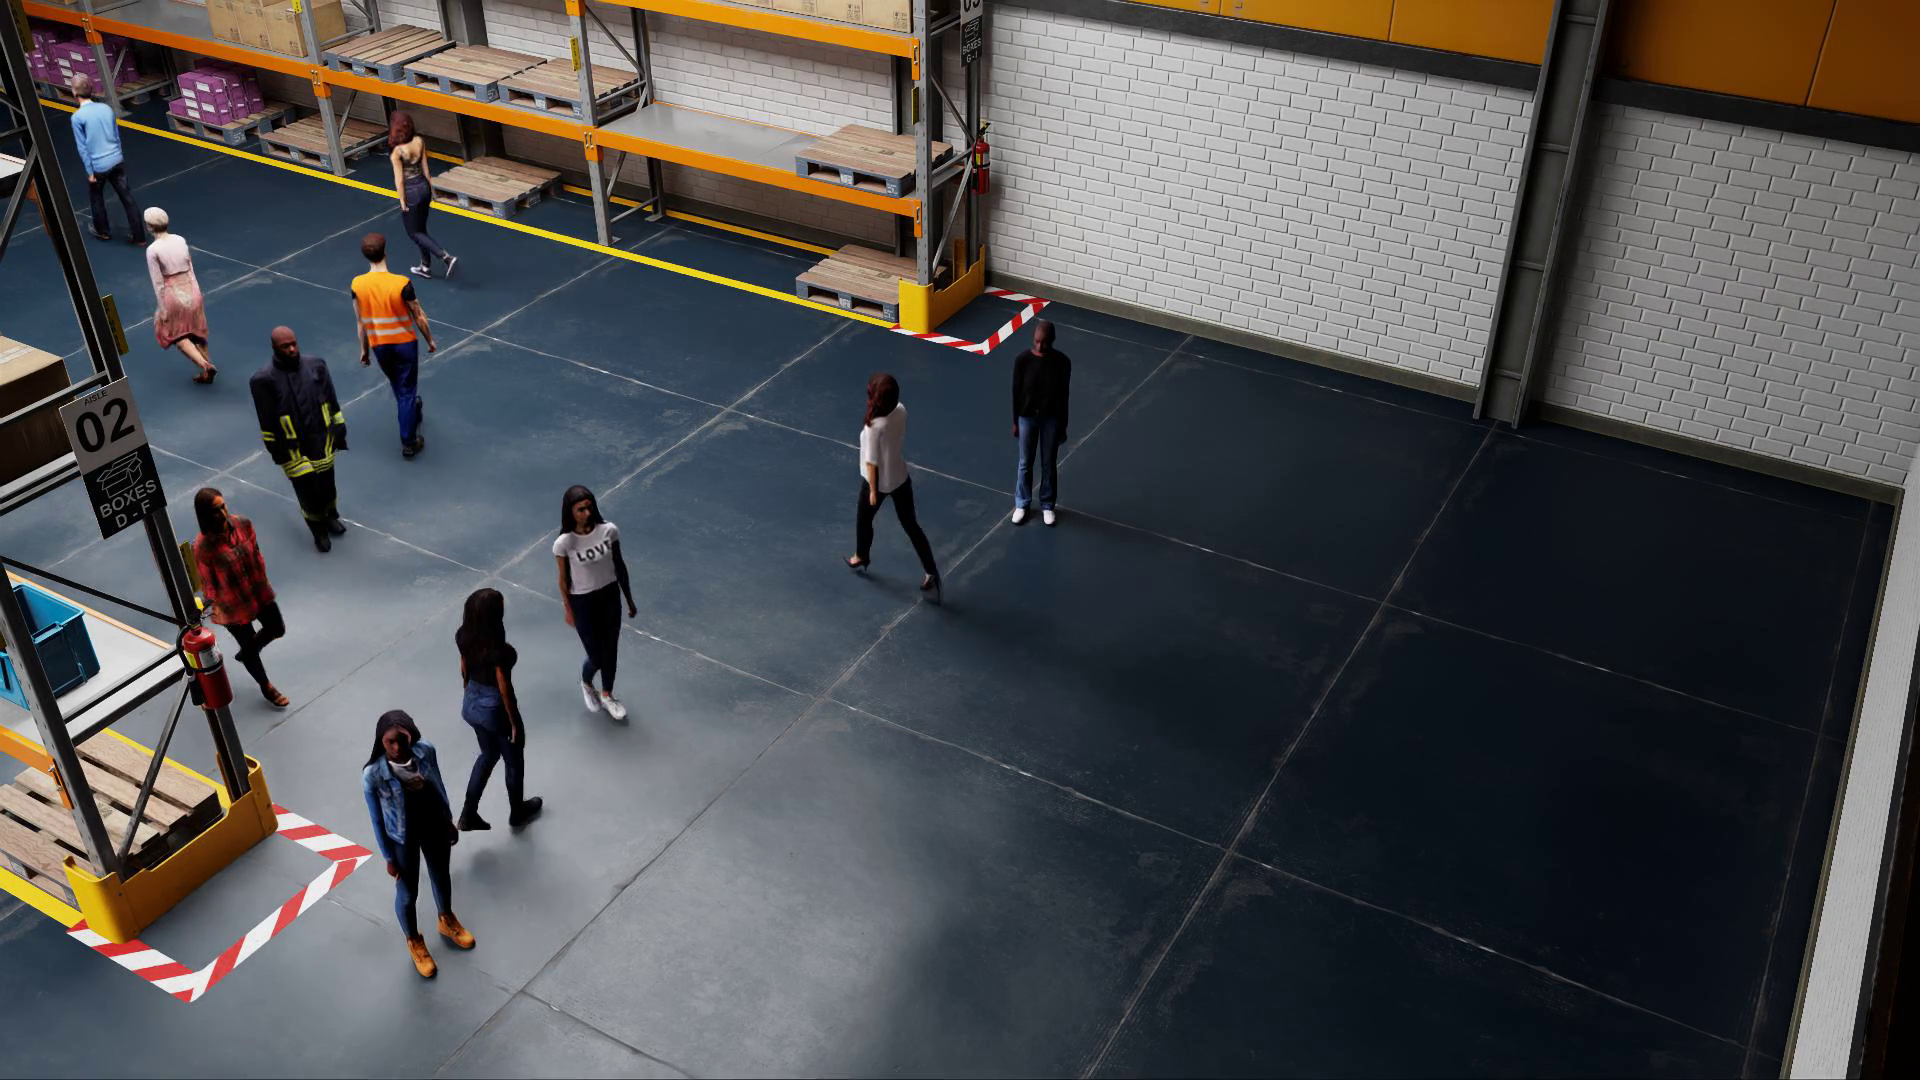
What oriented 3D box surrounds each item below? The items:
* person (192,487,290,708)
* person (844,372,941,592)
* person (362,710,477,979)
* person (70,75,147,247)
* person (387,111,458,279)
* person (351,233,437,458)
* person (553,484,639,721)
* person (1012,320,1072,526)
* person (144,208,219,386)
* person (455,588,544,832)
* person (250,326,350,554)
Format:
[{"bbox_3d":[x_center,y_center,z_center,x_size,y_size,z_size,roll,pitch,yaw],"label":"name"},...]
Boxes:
[{"bbox_3d":[-4.797,0.359,10.984,0.694,1.696,0.609,17,37,24],"label":"person"},{"bbox_3d":[-0.445,-0.364,12.021,1.154,1.752,0.719,23,40,31],"label":"person"},{"bbox_3d":[-2.975,1.615,9.081,0.575,1.711,0.636,26,41,33],"label":"person"},{"bbox_3d":[-8.852,-3.909,17.321,0.964,1.790,0.694,19,38,26],"label":"person"},{"bbox_3d":[-5.363,-3.397,16.585,0.928,1.752,0.596,18,37,25],"label":"person"},{"bbox_3d":[-4.698,-1.558,13.729,1.170,1.850,1.135,0,34,0],"label":"person"},{"bbox_3d":[-2.423,0.388,10.880,0.683,1.764,0.720,-24,41,-32],"label":"person"},{"bbox_3d":[0.619,-0.931,12.881,0.610,1.745,0.733,3,34,4],"label":"person"},{"bbox_3d":[-6.838,-2.104,14.705,0.707,1.680,0.637,15,37,22],"label":"person"},{"bbox_3d":[-2.835,1.085,9.874,0.756,1.716,0.641,22,39,30],"label":"person"},{"bbox_3d":[-5.034,-0.835,12.679,0.869,1.809,0.886,-26,41,-33],"label":"person"}]
